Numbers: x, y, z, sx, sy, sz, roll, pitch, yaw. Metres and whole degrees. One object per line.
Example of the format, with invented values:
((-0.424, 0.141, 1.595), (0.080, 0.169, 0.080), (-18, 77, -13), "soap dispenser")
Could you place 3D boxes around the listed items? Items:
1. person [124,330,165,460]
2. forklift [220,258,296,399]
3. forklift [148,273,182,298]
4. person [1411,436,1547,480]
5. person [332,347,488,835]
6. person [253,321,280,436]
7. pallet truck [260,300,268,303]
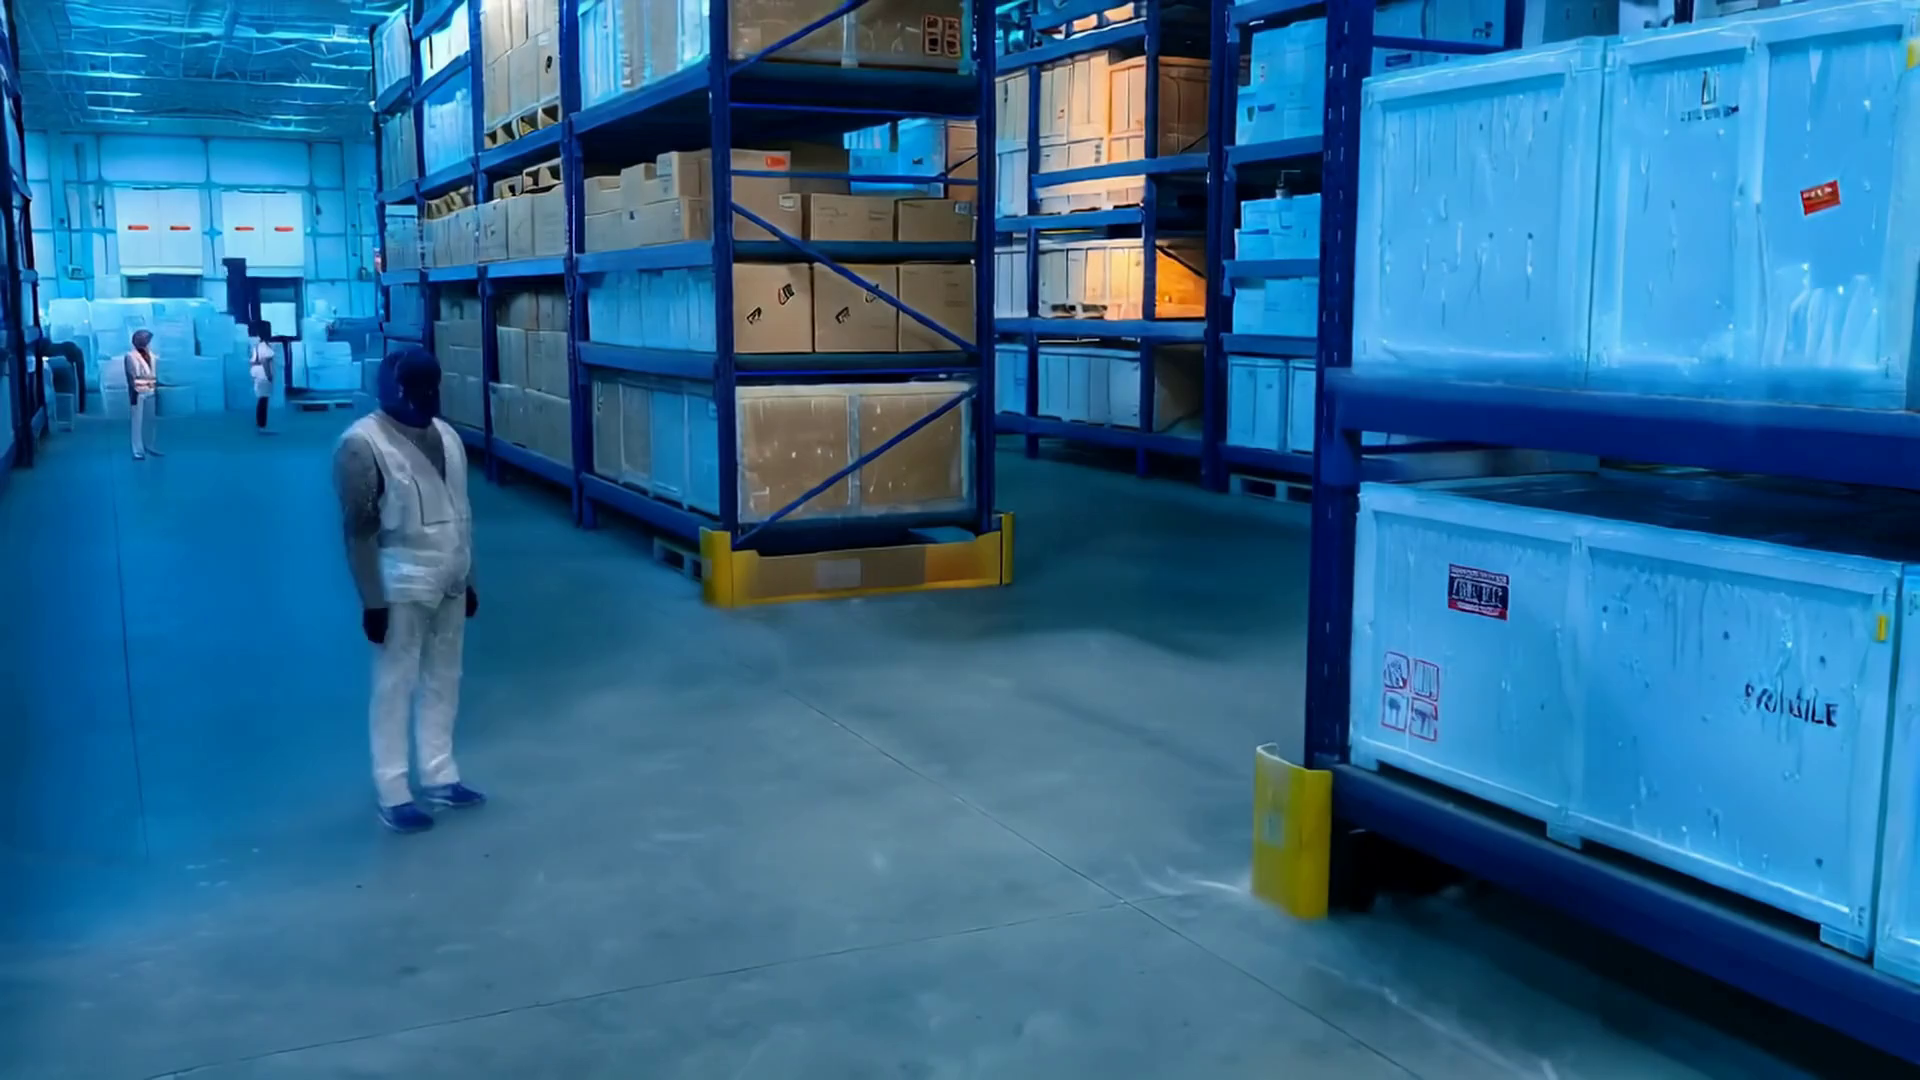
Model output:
((-10.266, -1.820, 20.912), (0.314, 1.636, 0.515), (3, 9, 17), "person")
((-14.315, -4.194, 33.009), (1.873, 2.768, 1.129), (-4, 9, -26), "forklift")
((-25.023, -7.020, 52.496), (1.873, 2.768, 1.129), (6, 10, 35), "forklift")
((2.297, 0.071, 7.046), (0.915, 1.865, 0.681), (-5, 9, -29), "person")
((-2.083, 0.189, 6.383), (0.428, 1.840, 0.642), (3, 9, 22), "person")
((-10.286, -2.387, 24.609), (0.317, 1.696, 0.541), (-4, 9, -26), "person")
((-23.913, -7.404, 58.171), (1.885, 1.965, 0.823), (-1, 8, -9), "pallet truck")
